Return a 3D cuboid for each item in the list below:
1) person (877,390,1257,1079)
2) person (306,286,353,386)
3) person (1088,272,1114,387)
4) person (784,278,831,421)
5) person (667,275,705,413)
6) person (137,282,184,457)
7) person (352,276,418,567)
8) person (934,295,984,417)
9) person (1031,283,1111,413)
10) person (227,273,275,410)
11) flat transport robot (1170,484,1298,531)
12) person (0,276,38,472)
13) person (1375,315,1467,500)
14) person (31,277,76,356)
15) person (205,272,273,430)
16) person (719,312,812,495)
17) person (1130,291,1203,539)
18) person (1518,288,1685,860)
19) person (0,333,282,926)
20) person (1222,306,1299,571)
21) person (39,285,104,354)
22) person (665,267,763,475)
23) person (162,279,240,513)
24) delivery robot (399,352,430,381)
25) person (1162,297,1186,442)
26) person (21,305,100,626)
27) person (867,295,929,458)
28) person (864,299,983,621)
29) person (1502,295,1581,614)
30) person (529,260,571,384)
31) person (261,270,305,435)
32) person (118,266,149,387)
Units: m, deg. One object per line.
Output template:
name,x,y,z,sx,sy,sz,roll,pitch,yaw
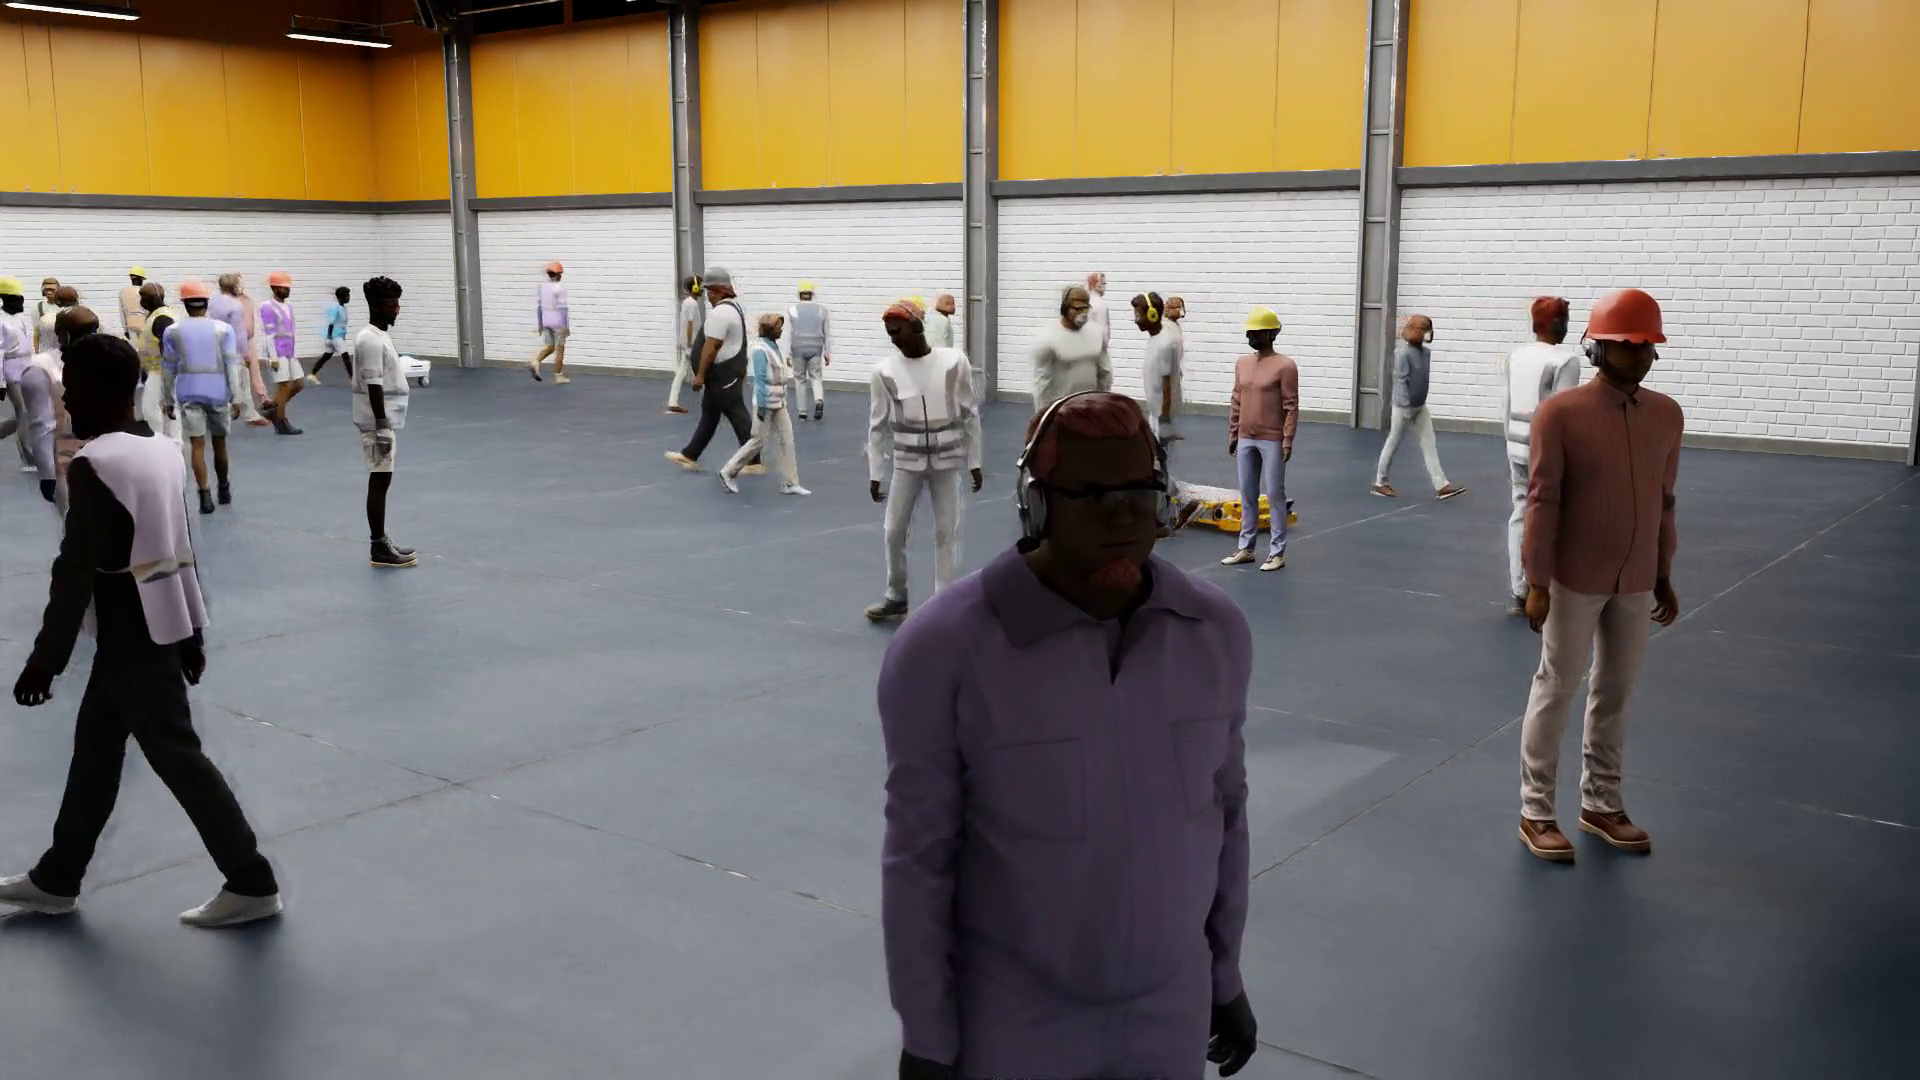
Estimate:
person,0.198,0.718,2.615,0.644,1.907,0.399,-4,11,-22
person,-10.008,-3.243,26.533,1.010,1.619,0.541,-1,10,-4
person,1.659,-2.337,20.435,0.505,1.895,0.671,-5,11,-25
person,-1.916,-2.376,20.905,0.594,1.815,0.546,-3,10,-15
person,-3.471,-2.585,22.110,0.958,1.812,0.518,-3,10,-19
person,-8.262,-1.722,17.075,0.551,1.826,0.688,-5,11,-26
person,-3.922,-0.800,11.293,0.371,1.961,0.602,-3,10,-16
person,-0.101,-2.269,20.898,0.767,1.598,0.521,-1,10,-8
person,0.756,-0.884,11.944,0.681,1.906,0.630,-6,12,-33
person,-9.729,-2.662,22.451,1.008,1.850,0.667,6,11,31
flat transport robot,1.910,-0.280,13.181,0.652,0.197,1.431,-8,12,-38
person,-9.165,-1.586,16.022,0.725,1.909,0.600,-1,10,-7
person,3.928,-1.126,14.256,0.527,1.582,0.856,-8,13,-40
person,-10.933,-2.260,20.169,0.504,1.835,0.361,-3,10,-18
person,-8.816,-2.258,19.977,0.631,1.908,0.975,9,13,43
person,-1.727,-1.187,14.574,0.768,1.613,0.526,3,10,16
person,1.500,-0.901,12.247,0.518,1.843,0.561,-1,10,-8
person,2.251,0.125,5.809,0.619,1.992,0.396,-3,10,-17
person,-2.626,0.302,5.160,0.968,1.867,0.603,-2,10,-11
person,2.009,-0.676,11.140,0.314,1.767,0.534,-8,13,-40
person,-9.023,-1.698,16.988,0.869,1.812,0.624,9,14,44
person,-2.361,-1.638,15.939,1.012,2.000,0.684,0,10,0
person,-6.273,-1.195,13.771,0.566,1.899,0.818,-4,11,-23
delivery robot,-8.751,-2.720,26.272,0.707,0.478,0.477,-6,12,-33
person,2.400,-1.920,18.819,0.362,1.638,0.505,4,11,24
person,-5.006,-0.416,9.470,0.521,1.830,0.632,5,11,25
person,-0.536,-1.682,17.188,0.898,1.699,0.487,2,10,10
person,-0.220,-0.415,9.361,0.699,1.861,0.502,0,10,0
person,3.399,-0.480,9.693,0.414,1.869,0.615,-5,11,-25
person,-6.641,-3.514,26.940,0.628,2.022,0.671,6,12,33
person,-7.933,-2.182,19.447,0.463,1.921,0.562,1,10,7
person,-13.040,-3.382,26.454,0.585,1.918,0.382,1,10,8
